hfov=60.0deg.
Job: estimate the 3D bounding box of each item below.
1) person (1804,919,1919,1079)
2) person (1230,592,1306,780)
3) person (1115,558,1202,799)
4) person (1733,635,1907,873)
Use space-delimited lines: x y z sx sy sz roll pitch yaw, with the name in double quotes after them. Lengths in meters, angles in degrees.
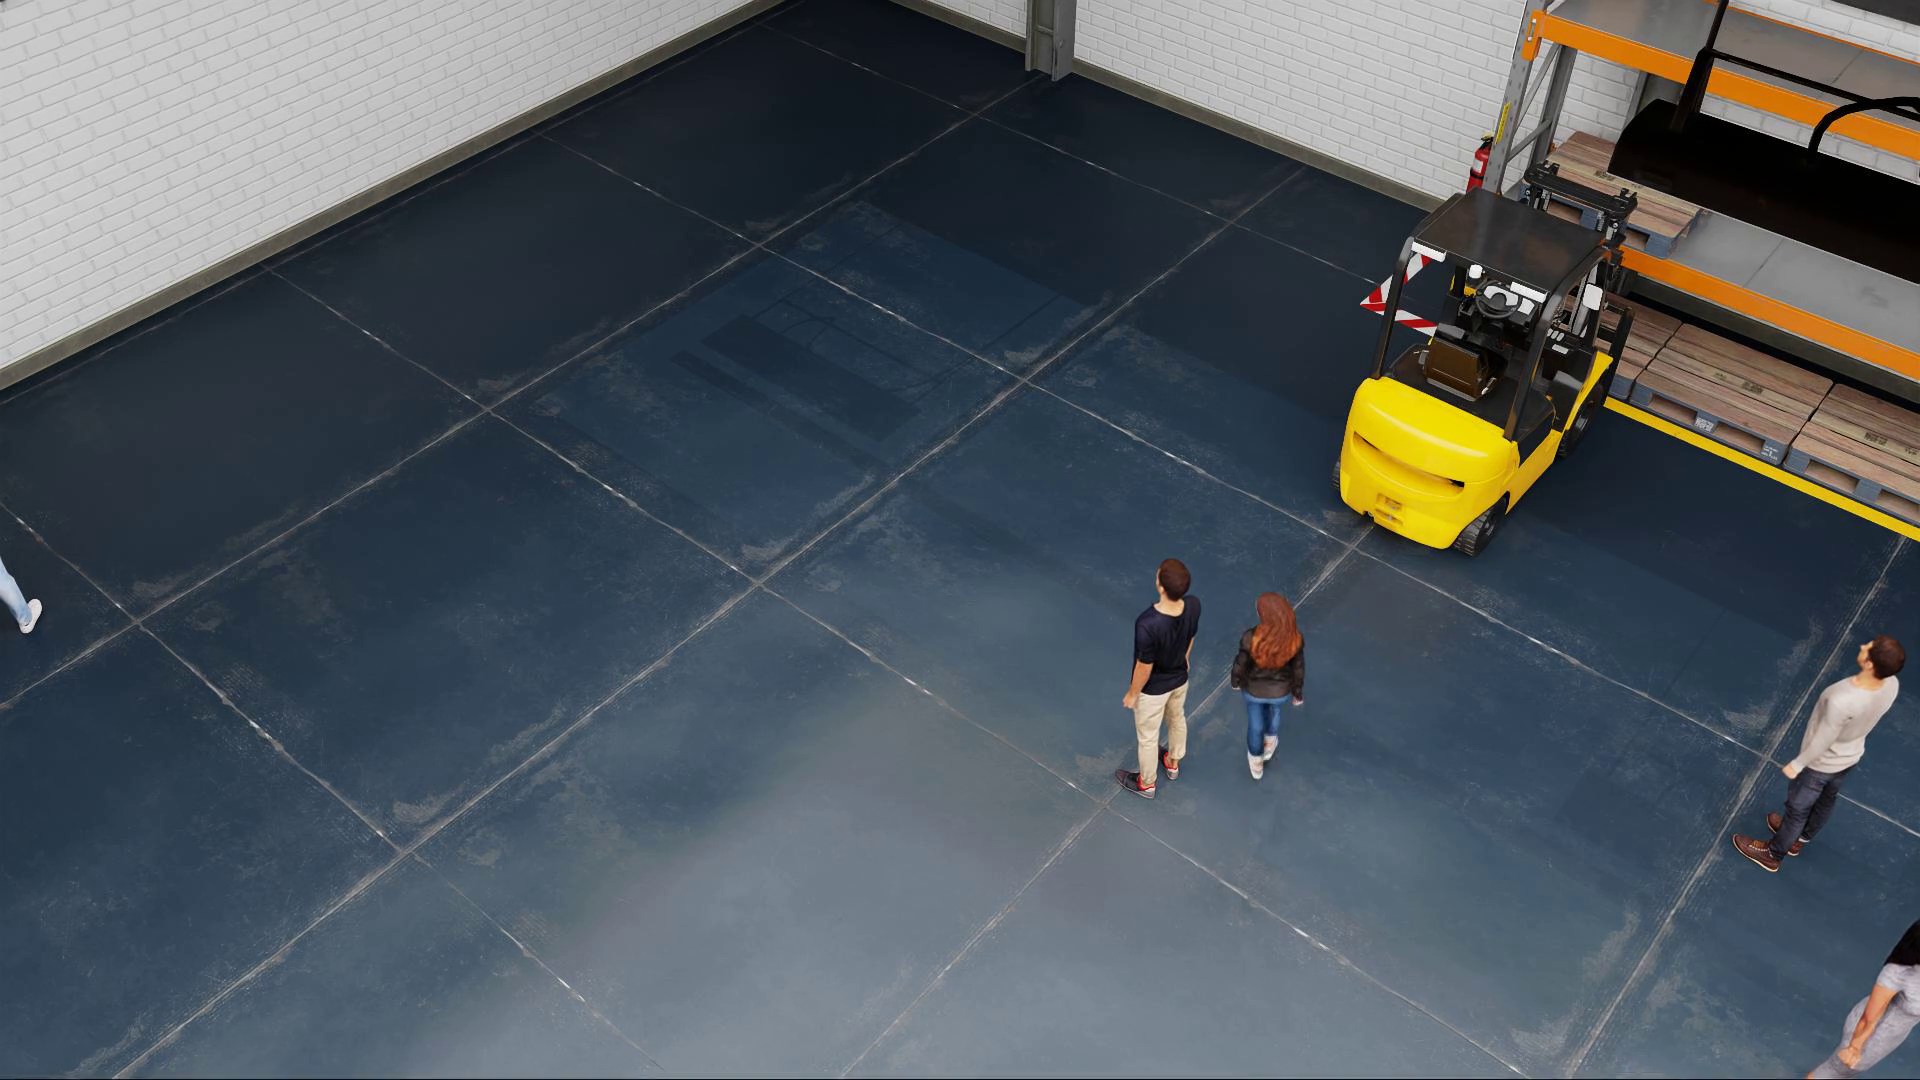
4.488 2.401 8.167 0.656 1.781 0.632 -22 48 -21 "person"
1.837 0.928 9.942 0.682 1.465 0.760 3 44 4 "person"
1.186 0.818 9.773 0.674 1.858 0.598 -29 51 -27 "person"
4.888 1.209 9.355 0.729 1.868 0.701 -21 47 -20 "person"
